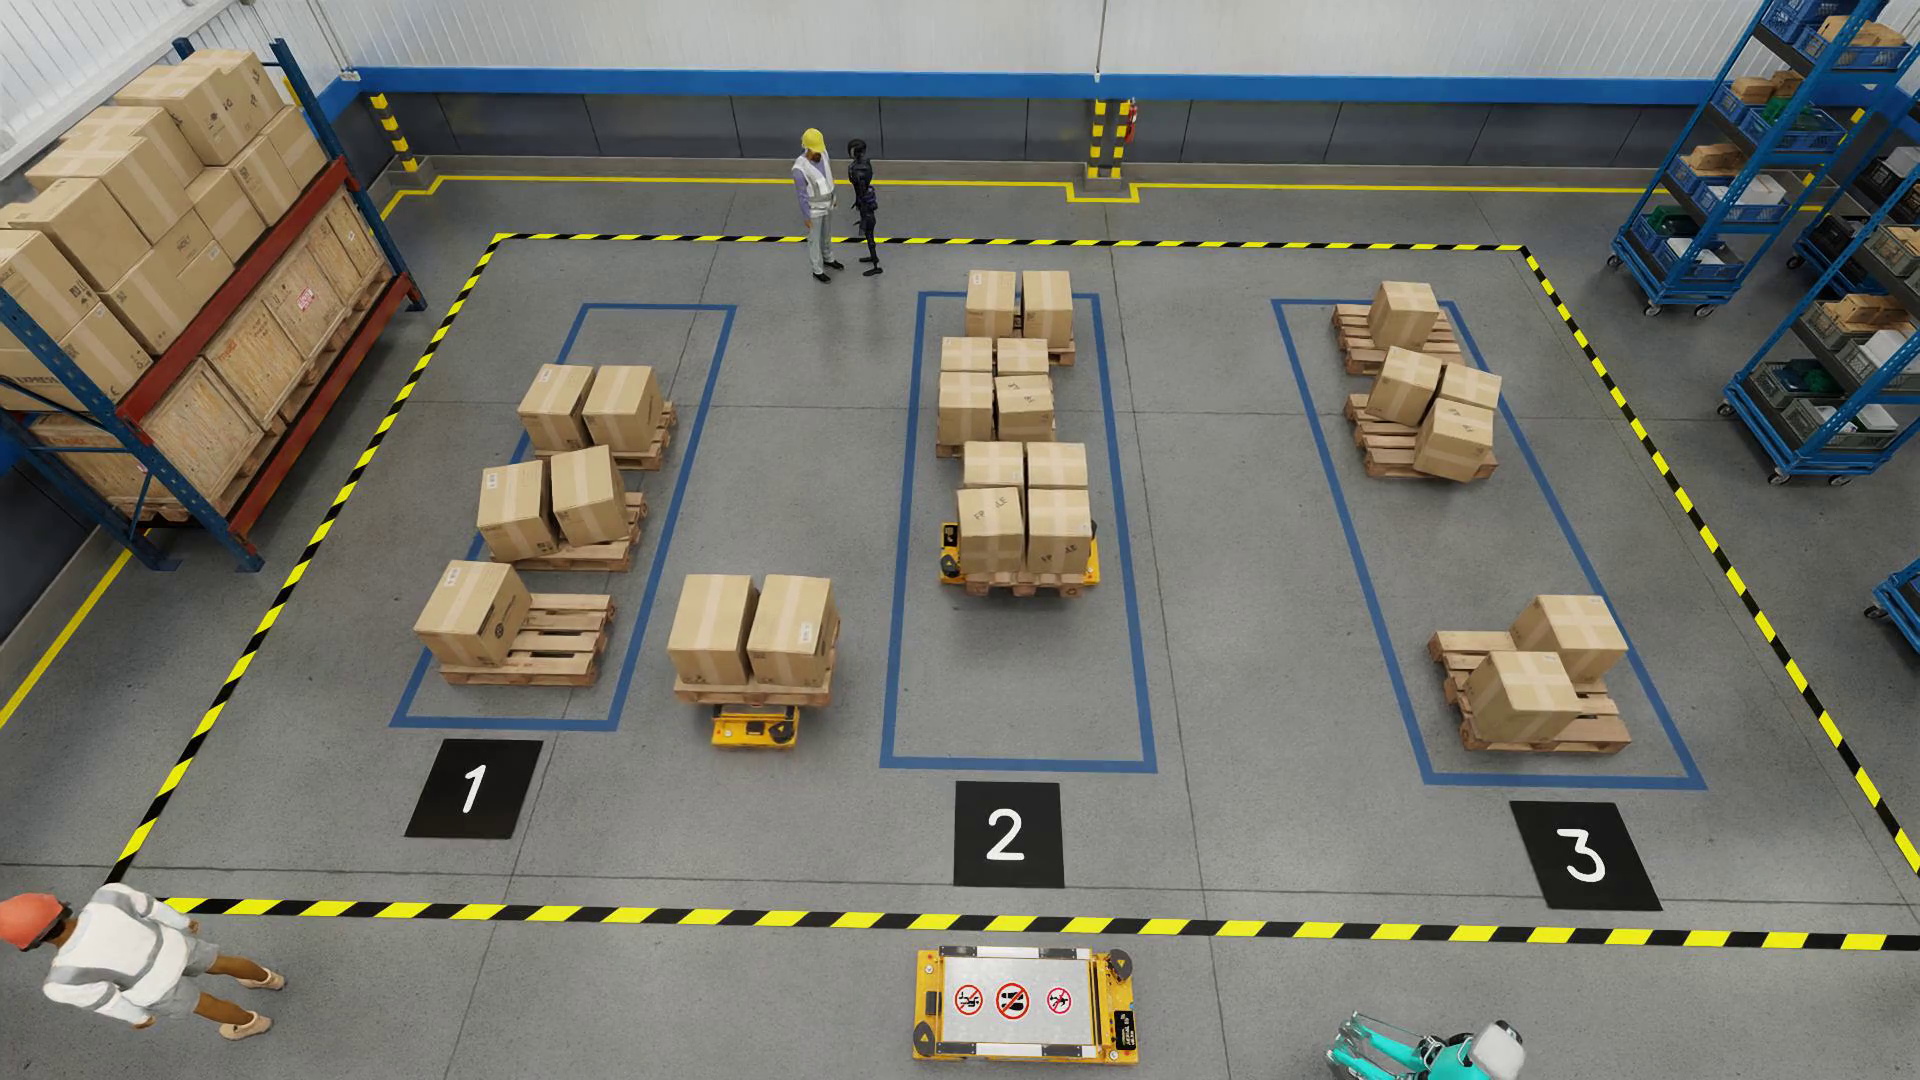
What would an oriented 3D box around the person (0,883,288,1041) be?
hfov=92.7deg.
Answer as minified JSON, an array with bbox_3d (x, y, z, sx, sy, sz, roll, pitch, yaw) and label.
[{"bbox_3d":[-4.700,2.483,5.320,0.385,2.037,0.613,-2,51,-2],"label":"person"}]

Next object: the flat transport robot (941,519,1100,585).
[{"bbox_3d":[0.548,0.088,8.396,1.431,0.197,0.652,1,51,1],"label":"flat transport robot"}]

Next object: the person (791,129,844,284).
[{"bbox_3d":[-1.632,-3.880,10.646,0.404,1.822,0.586,23,54,17],"label":"person"}]

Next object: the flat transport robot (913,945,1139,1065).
[{"bbox_3d":[0.422,3.041,6.007,1.431,0.231,0.659,1,51,1],"label":"flat transport robot"}]

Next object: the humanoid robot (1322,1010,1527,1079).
[{"bbox_3d":[2.439,2.858,5.122,0.533,1.677,0.735,-36,59,-26],"label":"humanoid robot"}]

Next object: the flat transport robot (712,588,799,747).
[{"bbox_3d":[-1.618,1.026,7.632,0.652,0.197,1.431,1,51,1],"label":"flat transport robot"}]

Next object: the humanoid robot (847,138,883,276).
[{"bbox_3d":[-1.125,-3.893,10.740,0.315,1.659,0.599,-7,51,-6],"label":"humanoid robot"}]
